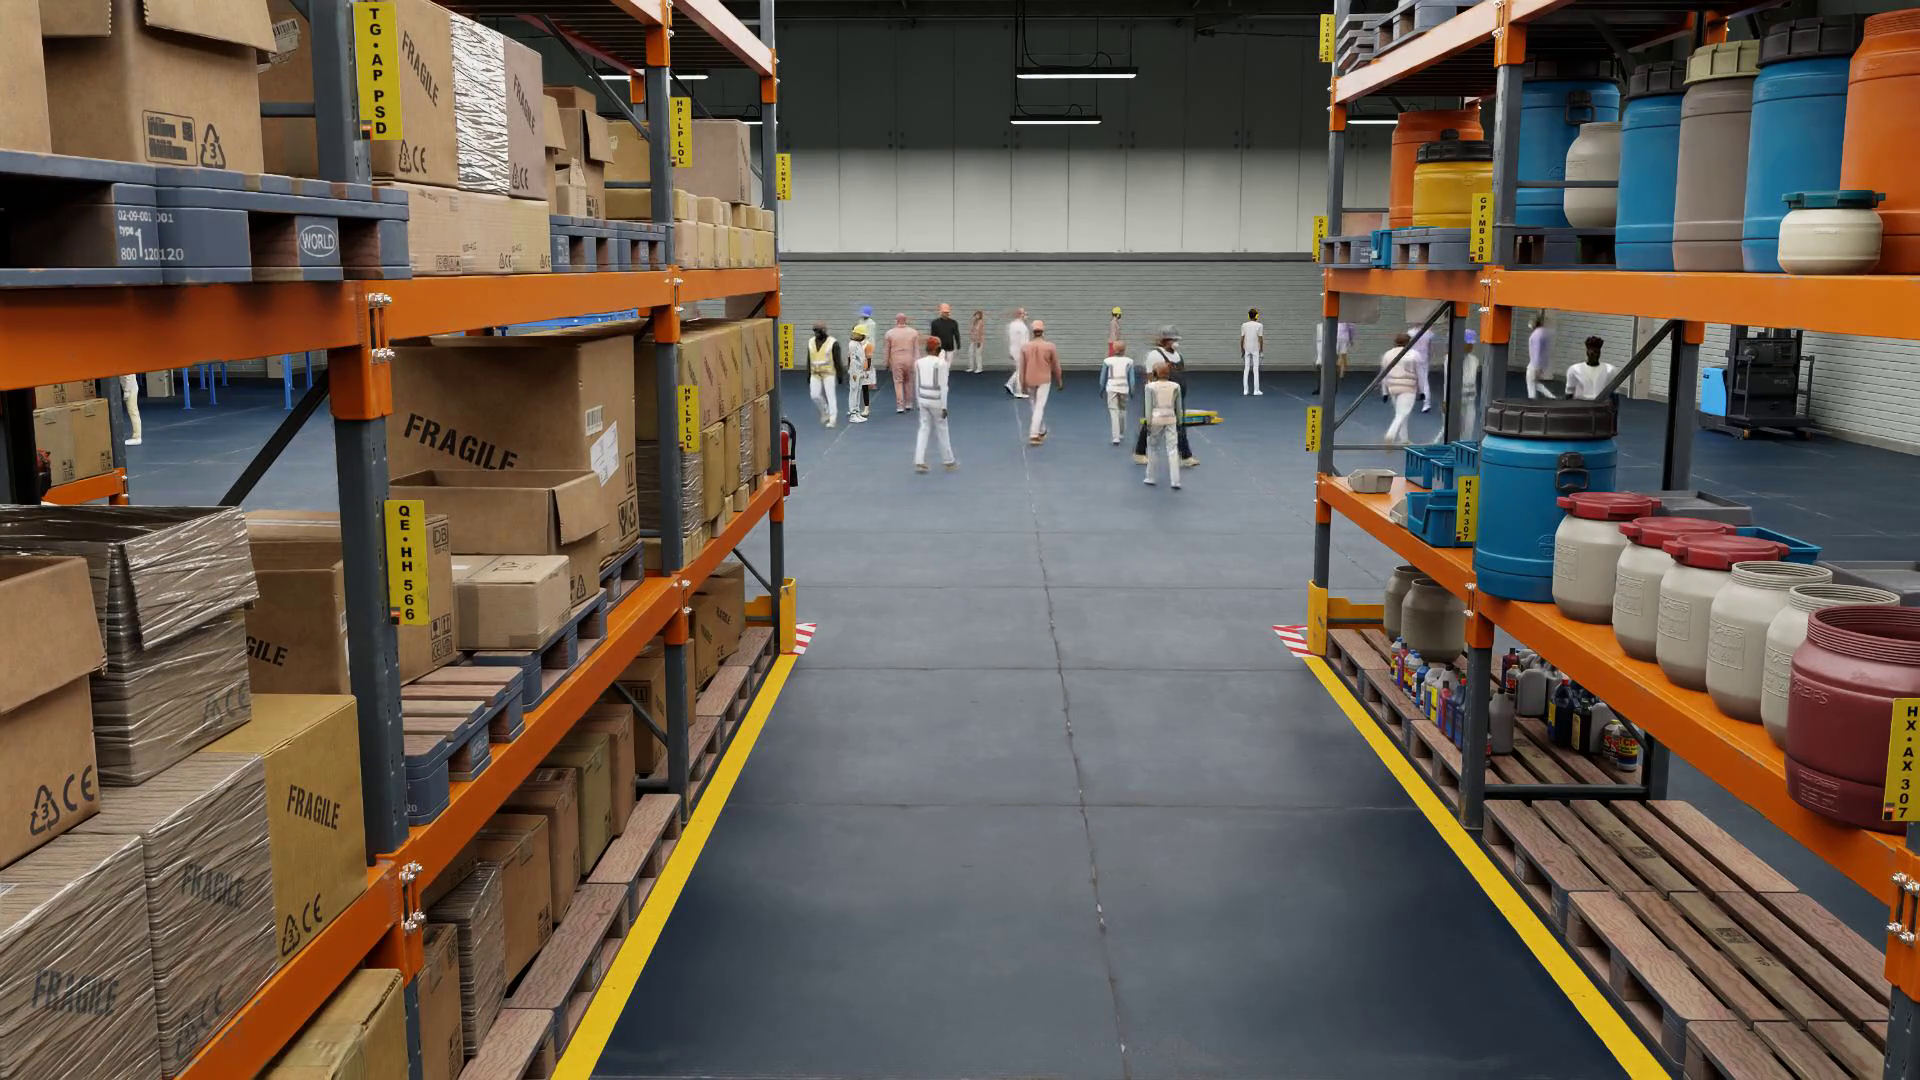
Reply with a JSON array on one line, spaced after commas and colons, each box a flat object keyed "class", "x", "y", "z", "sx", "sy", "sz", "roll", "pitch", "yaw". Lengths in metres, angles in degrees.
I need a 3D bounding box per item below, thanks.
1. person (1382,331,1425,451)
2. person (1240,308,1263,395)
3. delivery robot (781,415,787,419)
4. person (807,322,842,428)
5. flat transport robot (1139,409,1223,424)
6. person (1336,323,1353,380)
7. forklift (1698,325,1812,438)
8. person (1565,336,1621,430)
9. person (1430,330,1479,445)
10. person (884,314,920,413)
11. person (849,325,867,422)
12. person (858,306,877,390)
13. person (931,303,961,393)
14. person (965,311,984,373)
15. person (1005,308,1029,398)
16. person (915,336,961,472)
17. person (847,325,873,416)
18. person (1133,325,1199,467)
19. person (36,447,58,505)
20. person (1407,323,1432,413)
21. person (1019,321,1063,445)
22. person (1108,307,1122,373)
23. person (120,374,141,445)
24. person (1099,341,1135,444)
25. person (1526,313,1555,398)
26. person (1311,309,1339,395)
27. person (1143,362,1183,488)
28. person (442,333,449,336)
[{"class": "person", "x": 6.702, "y": -2.269, "z": 25.346, "sx": 0.871, "sy": 1.810, "sz": 0.628, "roll": -8, "pitch": 13, "yaw": -41}, {"class": "person", "x": 6.309, "y": -4.070, "z": 35.932, "sx": 0.521, "sy": 1.873, "sz": 0.335, "roll": 6, "pitch": 11, "yaw": 31}, {"class": "delivery robot", "x": -3.001, "y": -2.123, "z": 27.275, "sx": 0.335, "sy": 0.223, "sz": 0.698, "roll": -2, "pitch": 10, "yaw": -13}, {"class": "person", "x": -2.346, "y": -2.856, "z": 28.798, "sx": 0.720, "sy": 1.819, "sz": 0.439, "roll": 4, "pitch": 10, "yaw": 25}, {"class": "flat transport robot", "x": 3.928, "y": -2.174, "z": 29.485, "sx": 1.431, "sy": 0.197, "sz": 0.652, "roll": -7, "pitch": 12, "yaw": -35}, {"class": "person", "x": 9.245, "y": -4.894, "z": 40.447, "sx": 0.611, "sy": 2.015, "sz": 0.877, "roll": 2, "pitch": 10, "yaw": 14}, {"class": "forklift", "x": 13.248, "y": -3.165, "z": 27.620, "sx": 1.129, "sy": 2.768, "sz": 1.873, "roll": 0, "pitch": 9, "yaw": 1}, {"class": "person", "x": 7.850, "y": -1.544, "z": 20.612, "sx": 0.635, "sy": 1.937, "sz": 0.780, "roll": 1, "pitch": 10, "yaw": 7}, {"class": "person", "x": 6.940, "y": -1.969, "z": 23.169, "sx": 0.619, "sy": 1.931, "sz": 0.728, "roll": -4, "pitch": 10, "yaw": -25}, {"class": "person", "x": -1.115, "y": -3.387, "z": 31.837, "sx": 0.666, "sy": 1.860, "sz": 0.951, "roll": -1, "pitch": 10, "yaw": -5}, {"class": "person", "x": -1.824, "y": -2.991, "z": 29.879, "sx": 0.309, "sy": 1.735, "sz": 0.484, "roll": 2, "pitch": 10, "yaw": 14}, {"class": "person", "x": -2.116, "y": -4.308, "z": 37.323, "sx": 0.392, "sy": 1.894, "sz": 0.710, "roll": -5, "pitch": 11, "yaw": -30}, {"class": "person", "x": -0.288, "y": -4.152, "z": 36.152, "sx": 0.638, "sy": 1.948, "sz": 0.961, "roll": -3, "pitch": 10, "yaw": -15}, {"class": "person", "x": 0.412, "y": -5.102, "z": 42.907, "sx": 0.497, "sy": 1.595, "sz": 0.573, "roll": -8, "pitch": 12, "yaw": -40}, {"class": "person", "x": 1.267, "y": -3.938, "z": 35.082, "sx": 0.448, "sy": 1.889, "sz": 0.668, "roll": -4, "pitch": 10, "yaw": -21}, {"class": "person", "x": -0.350, "y": -1.860, "z": 22.760, "sx": 0.602, "sy": 1.851, "sz": 0.814, "roll": 7, "pitch": 12, "yaw": 38}, {"class": "person", "x": -1.877, "y": -3.157, "z": 30.993, "sx": 0.532, "sy": 1.693, "sz": 0.319, "roll": 5, "pitch": 11, "yaw": 30}, {"class": "person", "x": 2.885, "y": -2.037, "z": 23.376, "sx": 0.683, "sy": 2.000, "sz": 1.062, "roll": -7, "pitch": 12, "yaw": -37}, {"class": "person", "x": -4.909, "y": 0.438, "z": 8.889, "sx": 0.585, "sy": 1.882, "sz": 0.340, "roll": 0, "pitch": 9, "yaw": -1}, {"class": "person", "x": 8.757, "y": -3.384, "z": 31.902, "sx": 0.647, "sy": 1.854, "sz": 1.028, "roll": -2, "pitch": 10, "yaw": -11}, {"class": "person", "x": 1.274, "y": -2.496, "z": 26.329, "sx": 0.623, "sy": 1.930, "sz": 1.076, "roll": 4, "pitch": 10, "yaw": 23}, {"class": "person", "x": 3.817, "y": -4.842, "z": 40.909, "sx": 0.349, "sy": 1.758, "sz": 0.521, "roll": 1, "pitch": 10, "yaw": 8}, {"class": "person", "x": -13.063, "y": -2.317, "z": 26.141, "sx": 0.288, "sy": 1.633, "sz": 0.497, "roll": -3, "pitch": 10, "yaw": -20}, {"class": "person", "x": 2.477, "y": -2.346, "z": 26.393, "sx": 0.529, "sy": 1.595, "sz": 0.848, "roll": -1, "pitch": 10, "yaw": -6}, {"class": "person", "x": 10.804, "y": -3.269, "z": 30.994, "sx": 0.607, "sy": 1.919, "sz": 0.642, "roll": 6, "pitch": 11, "yaw": 31}, {"class": "person", "x": 7.998, "y": -4.115, "z": 36.210, "sx": 0.559, "sy": 1.918, "sz": 0.867, "roll": 8, "pitch": 13, "yaw": 41}, {"class": "person", "x": 2.615, "y": -1.466, "z": 21.208, "sx": 0.533, "sy": 1.584, "sz": 0.732, "roll": -2, "pitch": 10, "yaw": -12}, {"class": "person", "x": -8.982, "y": -2.926, "z": 29.164, "sx": 0.508, "sy": 1.845, "sz": 0.345, "roll": -1, "pitch": 10, "yaw": -8}]
